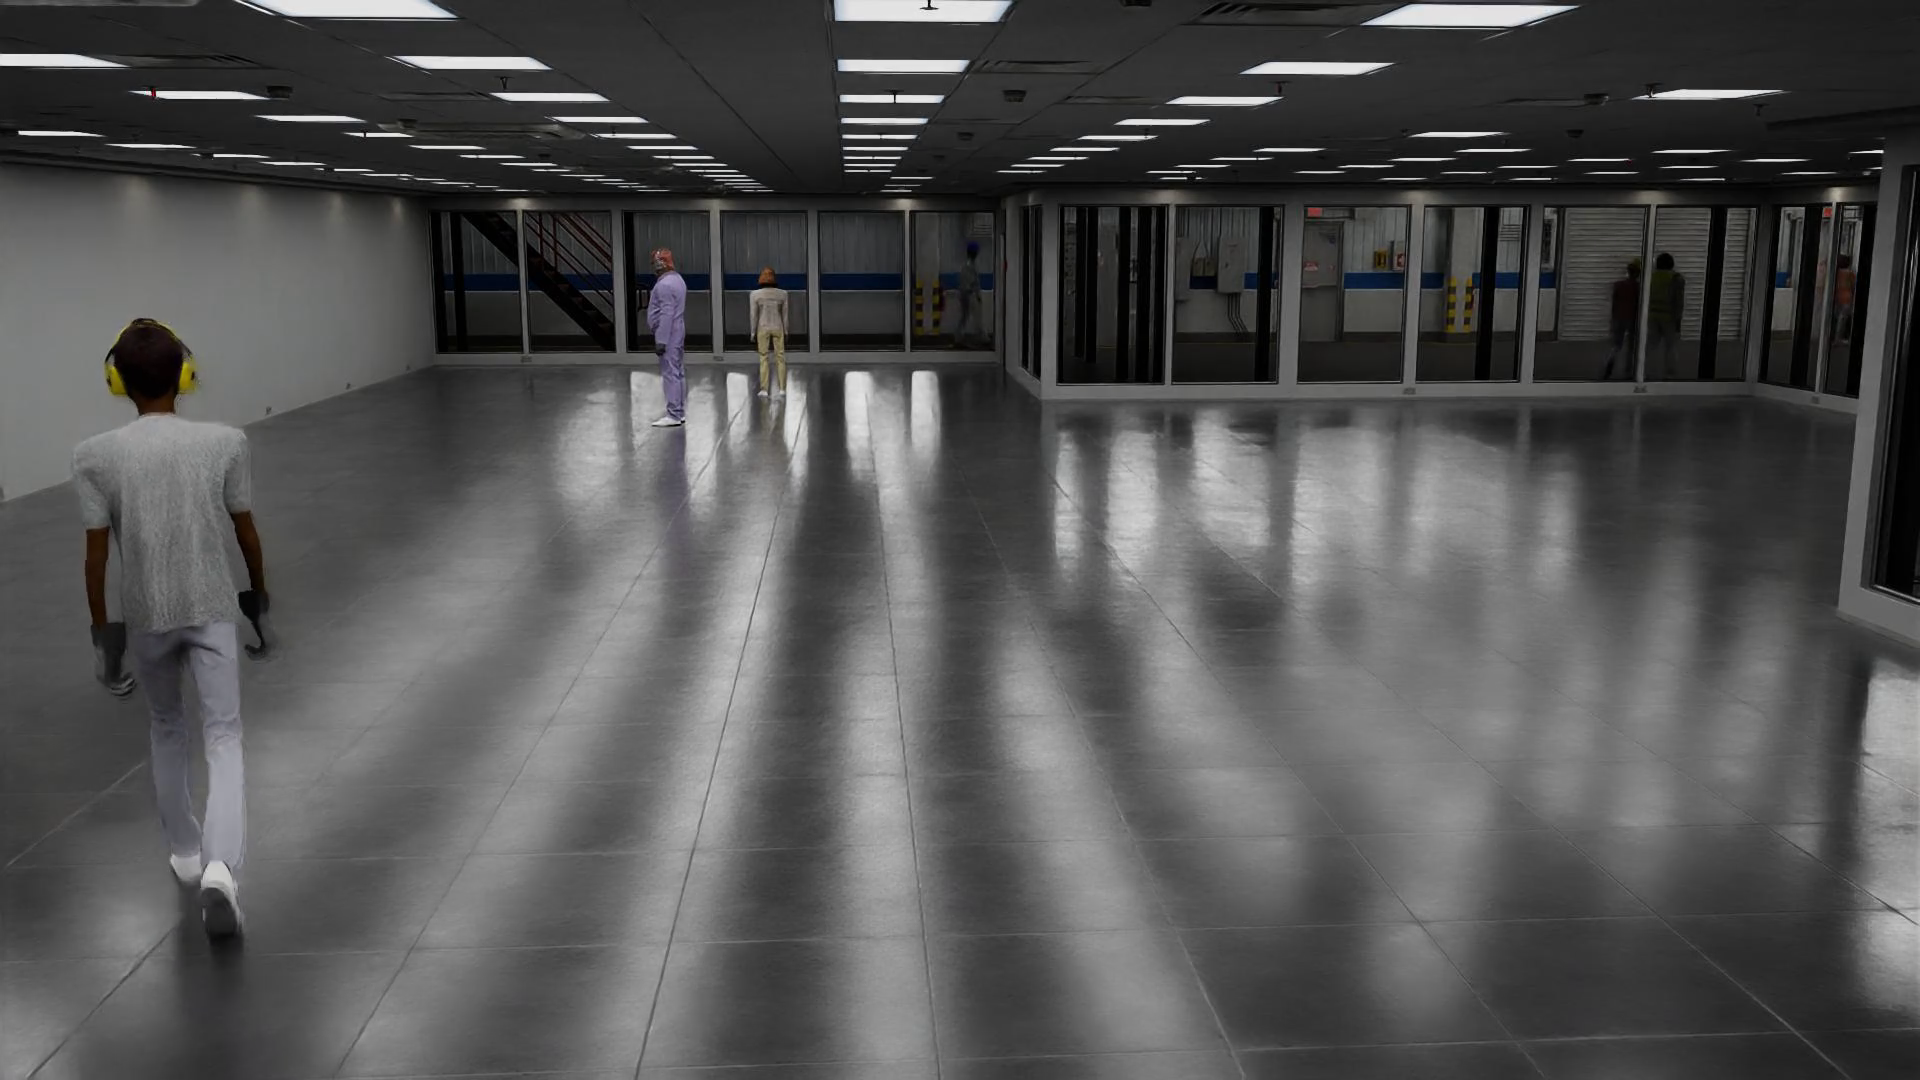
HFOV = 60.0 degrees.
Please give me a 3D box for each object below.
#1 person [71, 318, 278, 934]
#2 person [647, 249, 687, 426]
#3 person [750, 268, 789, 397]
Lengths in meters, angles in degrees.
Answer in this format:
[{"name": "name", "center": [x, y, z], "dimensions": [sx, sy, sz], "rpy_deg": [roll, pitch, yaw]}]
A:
[{"name": "person", "center": [-2.367, 0.249, 5.058], "dimensions": [0.519, 1.839, 0.875], "rpy_deg": [-4, 11, -19]}, {"name": "person", "center": [-3.167, -2.180, 17.959], "dimensions": [0.407, 1.902, 0.639], "rpy_deg": [1, 11, 4]}, {"name": "person", "center": [-2.412, -2.624, 21.071], "dimensions": [0.499, 1.634, 0.285], "rpy_deg": [-3, 11, -16]}]
